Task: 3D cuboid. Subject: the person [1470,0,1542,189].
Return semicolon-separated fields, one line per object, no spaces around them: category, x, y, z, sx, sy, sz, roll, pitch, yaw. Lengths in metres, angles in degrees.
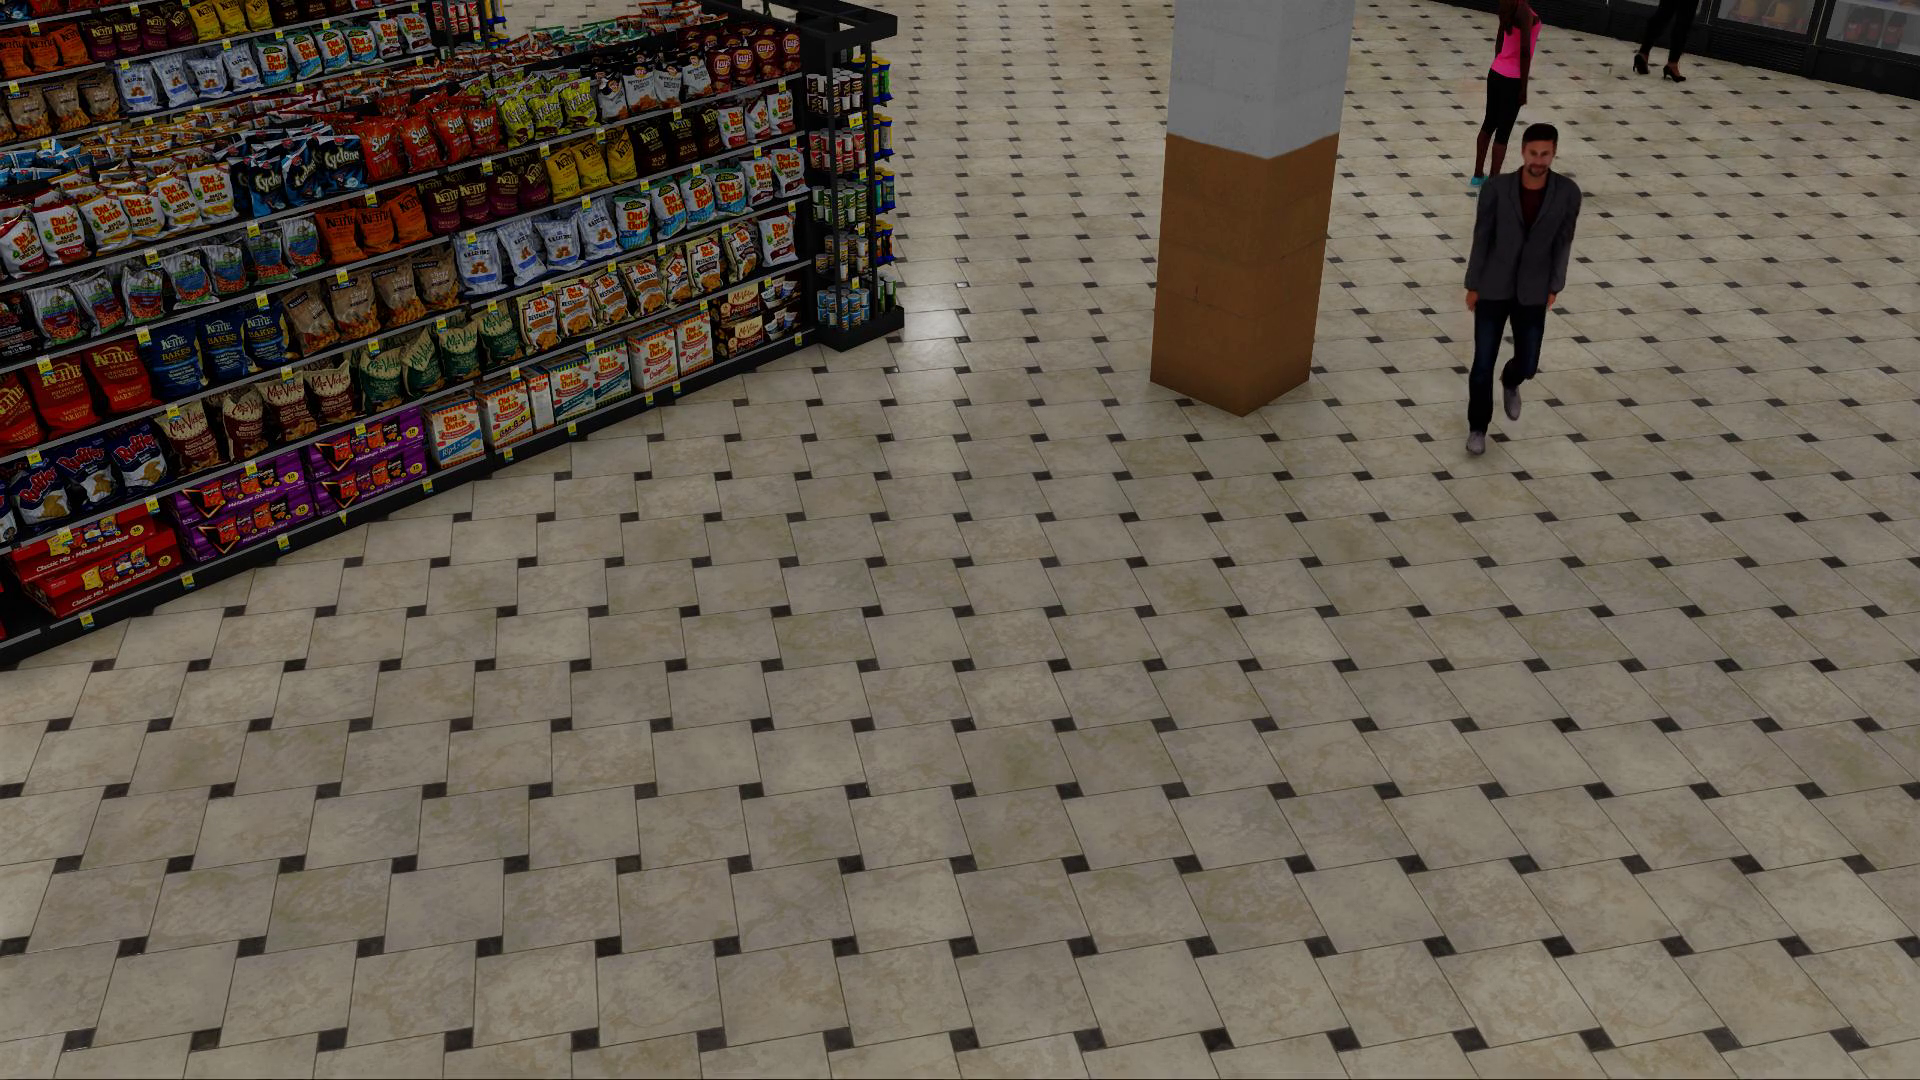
person;4.134;-3.480;12.582;0.694;1.724;0.653;-7;33;-11

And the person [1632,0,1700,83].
person;6.529;-5.116;15.092;0.806;1.850;0.773;-8;33;-12

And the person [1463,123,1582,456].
person;3.016;-1.389;9.098;0.936;1.854;1.041;7;33;12
